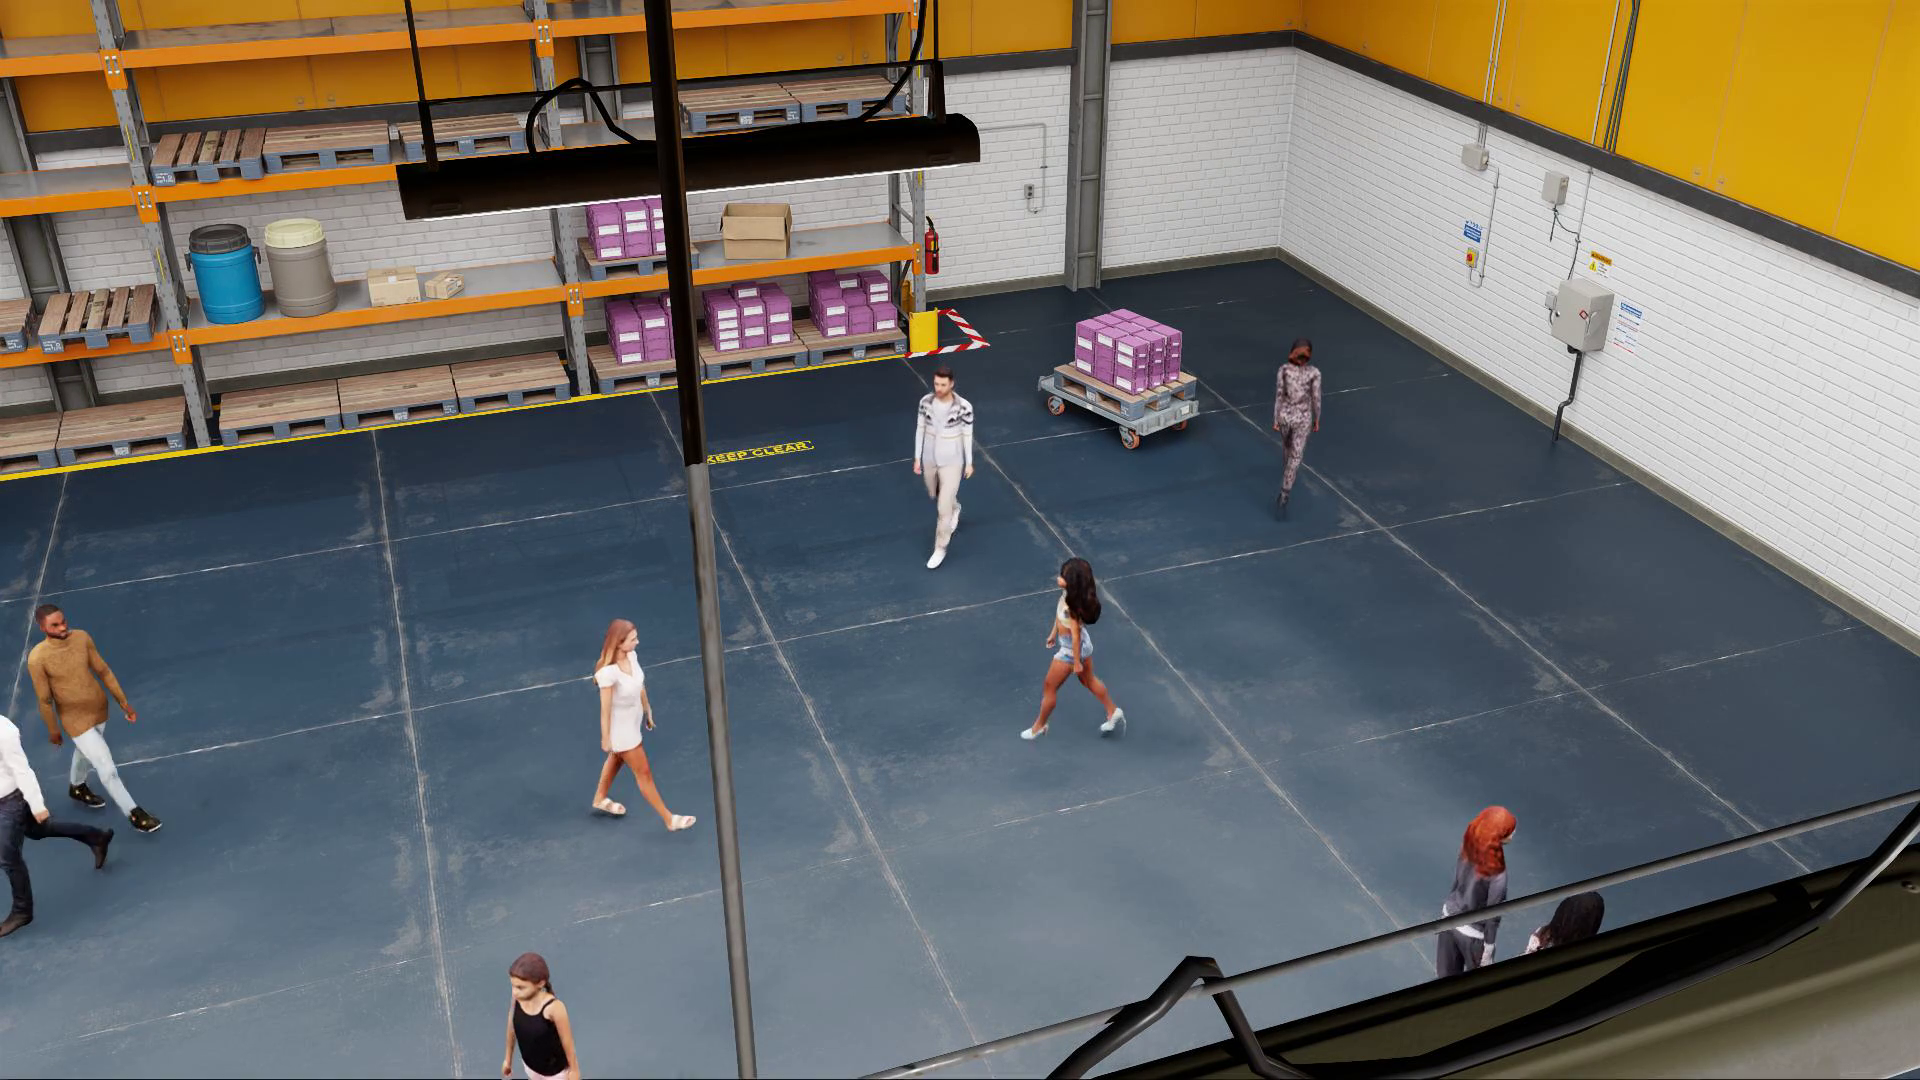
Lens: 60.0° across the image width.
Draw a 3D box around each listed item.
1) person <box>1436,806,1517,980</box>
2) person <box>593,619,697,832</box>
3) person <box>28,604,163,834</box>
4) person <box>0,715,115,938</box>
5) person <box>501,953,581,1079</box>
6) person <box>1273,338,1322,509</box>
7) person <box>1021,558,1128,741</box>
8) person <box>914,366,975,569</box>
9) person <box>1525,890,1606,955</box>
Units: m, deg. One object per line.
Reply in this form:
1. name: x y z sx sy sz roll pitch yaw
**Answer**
1. person: 2.895 2.309 9.681 0.535 1.765 0.613 -11 30 -19
2. person: -2.431 1.288 11.676 1.156 1.648 1.033 10 30 18
3. person: -6.213 1.216 11.678 1.232 1.772 1.154 12 31 21
4. person: -6.095 1.634 10.851 1.107 1.831 1.278 18 33 30
5. person: -2.189 2.815 9.007 0.922 1.523 1.068 18 33 29
6. person: 3.214 -1.098 16.024 1.127 1.673 1.137 11 30 18
7. person: 0.931 0.848 12.547 1.108 1.586 0.827 1 29 2
8. person: -0.127 -0.763 15.238 1.183 1.837 1.249 13 31 23
9. person: 3.209 2.684 9.047 1.020 1.714 1.098 15 32 25
